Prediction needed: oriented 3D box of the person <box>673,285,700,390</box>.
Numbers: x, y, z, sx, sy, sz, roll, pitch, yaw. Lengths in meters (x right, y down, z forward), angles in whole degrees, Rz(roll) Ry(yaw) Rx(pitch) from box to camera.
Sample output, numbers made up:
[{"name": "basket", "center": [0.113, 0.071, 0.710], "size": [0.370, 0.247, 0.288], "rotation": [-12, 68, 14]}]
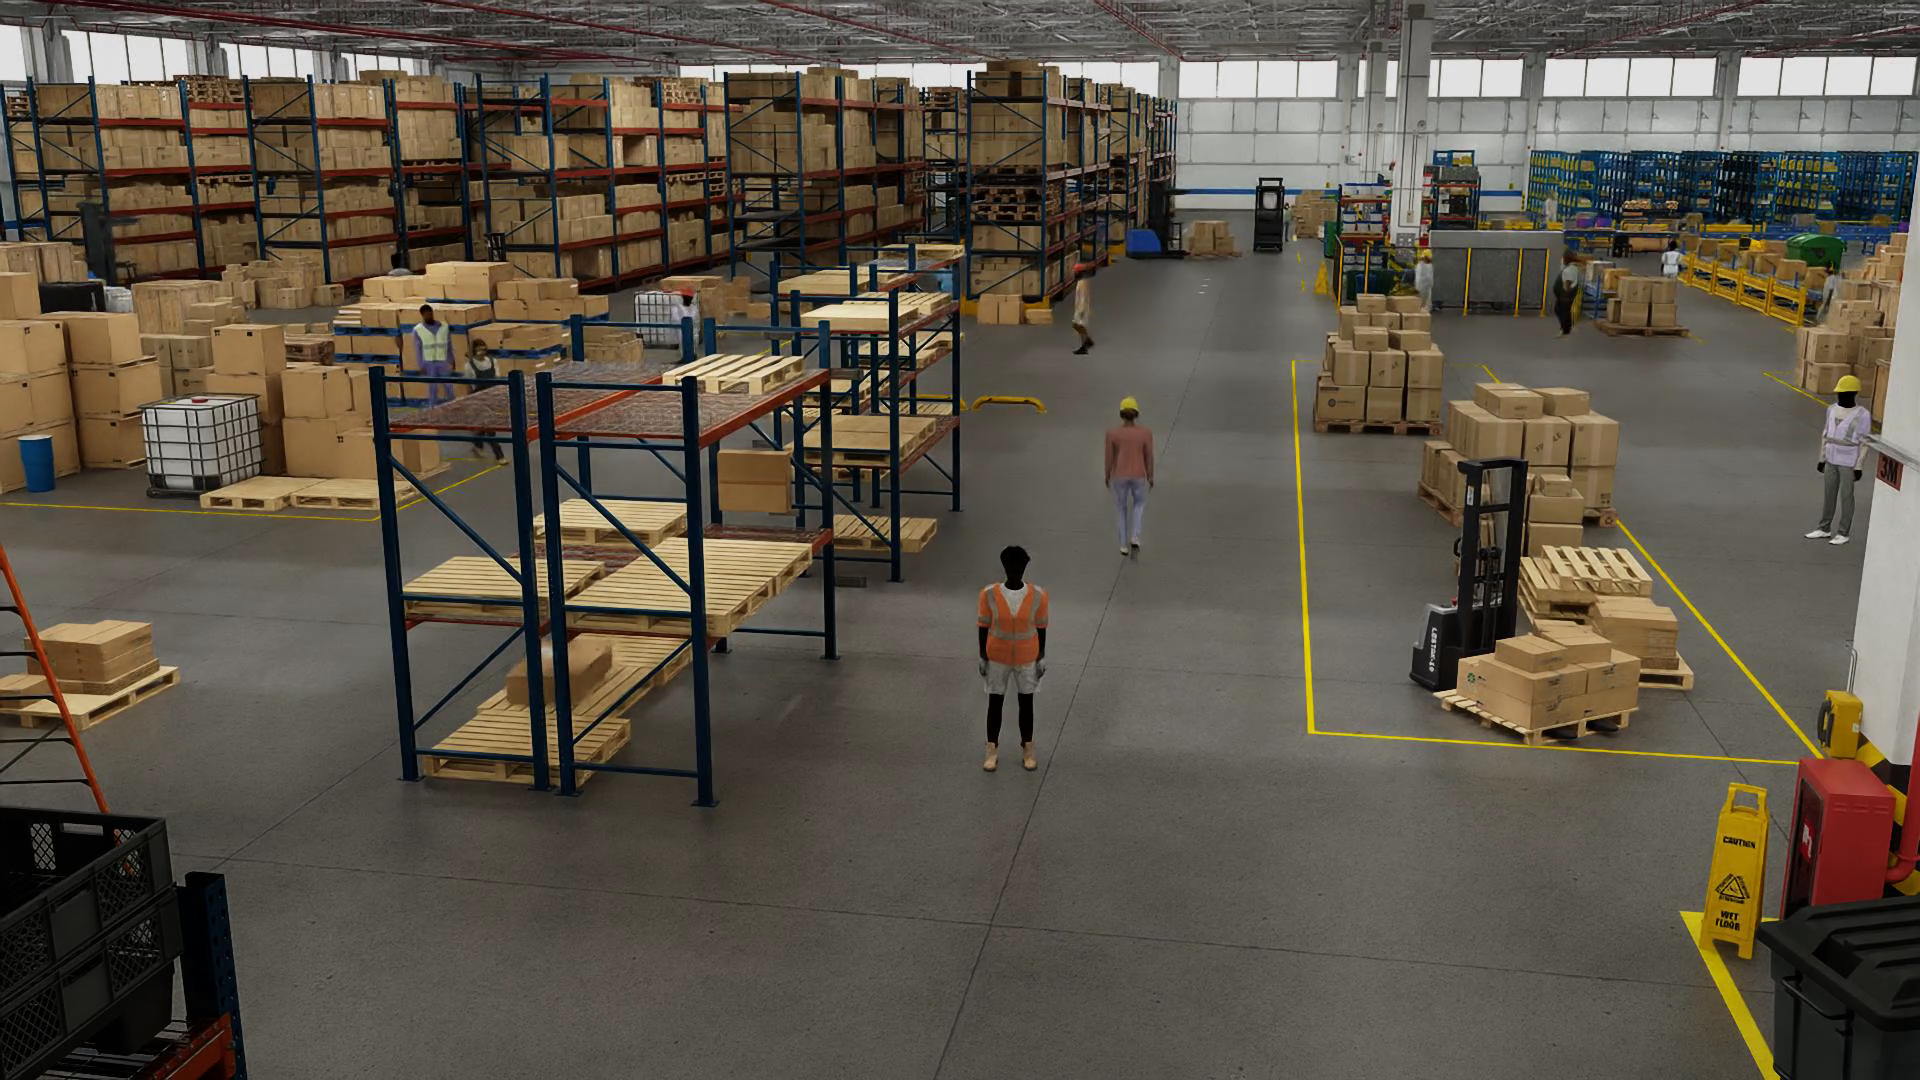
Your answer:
[{"name": "person", "center": [-4.967, -3.652, 30.025], "size": [0.722, 1.916, 0.556], "rotation": [13, 19, 41]}]

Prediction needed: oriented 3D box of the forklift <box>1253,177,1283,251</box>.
[{"name": "forklift", "center": [12.083, -12.747, 64.956], "size": [1.129, 2.768, 1.873], "rotation": [3, 14, 10]}]

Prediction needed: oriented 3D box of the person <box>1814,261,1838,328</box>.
[{"name": "person", "center": [19.114, -5.204, 36.487], "size": [0.896, 1.841, 0.529], "rotation": [4, 15, 17]}]

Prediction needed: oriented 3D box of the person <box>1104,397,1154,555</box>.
[{"name": "person", "center": [1.867, -0.721, 18.437], "size": [0.554, 1.747, 0.478], "rotation": [1, 14, 5]}]

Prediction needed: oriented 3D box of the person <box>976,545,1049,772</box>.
[{"name": "person", "center": [0.382, 0.862, 12.138], "size": [0.534, 1.699, 0.318], "rotation": [-1, 14, -2]}]

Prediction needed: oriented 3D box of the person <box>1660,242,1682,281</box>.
[{"name": "person", "center": [19.413, -7.320, 45.444], "size": [0.548, 1.647, 0.865], "rotation": [3, 14, 12]}]

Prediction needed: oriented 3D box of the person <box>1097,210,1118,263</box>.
[{"name": "person", "center": [5.135, -10.761, 58.929], "size": [1.014, 1.900, 0.638], "rotation": [-5, 15, -19]}]

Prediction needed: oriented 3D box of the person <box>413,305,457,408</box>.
[{"name": "person", "center": [-8.425, -2.862, 26.880], "size": [0.682, 1.884, 0.536], "rotation": [-9, 16, -31]}]

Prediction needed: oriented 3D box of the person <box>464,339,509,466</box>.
[{"name": "person", "center": [-6.738, -1.970, 23.455], "size": [0.981, 1.794, 0.529], "rotation": [12, 19, 41]}]

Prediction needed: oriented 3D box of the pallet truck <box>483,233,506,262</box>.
[{"name": "pallet truck", "center": [-11.832, -7.026, 43.548], "size": [1.885, 1.965, 0.823], "rotation": [8, 16, 28]}]

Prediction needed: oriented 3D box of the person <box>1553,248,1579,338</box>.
[{"name": "person", "center": [13.684, -5.582, 37.593], "size": [0.536, 2.000, 0.702], "rotation": [5, 15, 18]}]

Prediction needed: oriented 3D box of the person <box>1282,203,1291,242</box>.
[{"name": "person", "center": [13.771, -13.447, 70.365], "size": [0.499, 1.633, 0.286], "rotation": [-3, 14, -13]}]

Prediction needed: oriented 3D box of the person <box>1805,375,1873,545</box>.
[{"name": "person", "center": [9.991, -0.909, 18.855], "size": [0.380, 1.928, 0.586], "rotation": [-5, 15, -18]}]

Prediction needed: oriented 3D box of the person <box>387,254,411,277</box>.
[{"name": "person", "center": [-12.554, -5.418, 37.182], "size": [0.866, 1.925, 0.611], "rotation": [12, 18, 40]}]

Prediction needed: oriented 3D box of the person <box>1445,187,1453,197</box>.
[{"name": "person", "center": [23.499, -16.121, 80.549], "size": [0.774, 1.971, 0.424], "rotation": [1, 14, 4]}]

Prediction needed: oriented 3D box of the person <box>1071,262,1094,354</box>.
[{"name": "person", "center": [2.538, -4.844, 34.854], "size": [0.447, 1.924, 0.559], "rotation": [-2, 14, -8]}]

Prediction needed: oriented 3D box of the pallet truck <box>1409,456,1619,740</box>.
[{"name": "pallet truck", "center": [4.504, 0.400, 13.395], "size": [0.823, 1.965, 1.885], "rotation": [-6, 15, -23]}]

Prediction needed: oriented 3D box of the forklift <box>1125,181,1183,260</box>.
[{"name": "forklift", "center": [7.040, -11.593, 60.273], "size": [1.873, 2.768, 1.129], "rotation": [-2, 14, -10]}]

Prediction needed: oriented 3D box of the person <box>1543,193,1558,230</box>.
[{"name": "person", "center": [26.757, -14.740, 75.171], "size": [0.647, 1.849, 1.033], "rotation": [-3, 14, -12]}]

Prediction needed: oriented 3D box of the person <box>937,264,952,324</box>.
[{"name": "person", "center": [-0.280, -6.008, 40.112], "size": [0.549, 1.645, 0.870], "rotation": [-5, 15, -20]}]

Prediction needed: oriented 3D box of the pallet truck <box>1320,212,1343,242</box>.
[{"name": "pallet truck", "center": [15.874, -13.227, 70.310], "size": [0.680, 1.201, 1.601], "rotation": [10, 17, 35]}]

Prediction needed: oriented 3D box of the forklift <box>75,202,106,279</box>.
[{"name": "forklift", "center": [-22.158, -7.223, 42.530], "size": [1.873, 2.768, 1.129], "rotation": [-9, 17, -33]}]

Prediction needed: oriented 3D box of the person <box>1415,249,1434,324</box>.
[{"name": "person", "center": [11.252, -6.187, 40.539], "size": [0.600, 1.814, 0.673], "rotation": [-11, 17, -37]}]

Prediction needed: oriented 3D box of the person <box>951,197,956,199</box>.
[{"name": "person", "center": [-0.221, -18.003, 88.328], "size": [0.542, 1.899, 0.977], "rotation": [-1, 14, -3]}]
